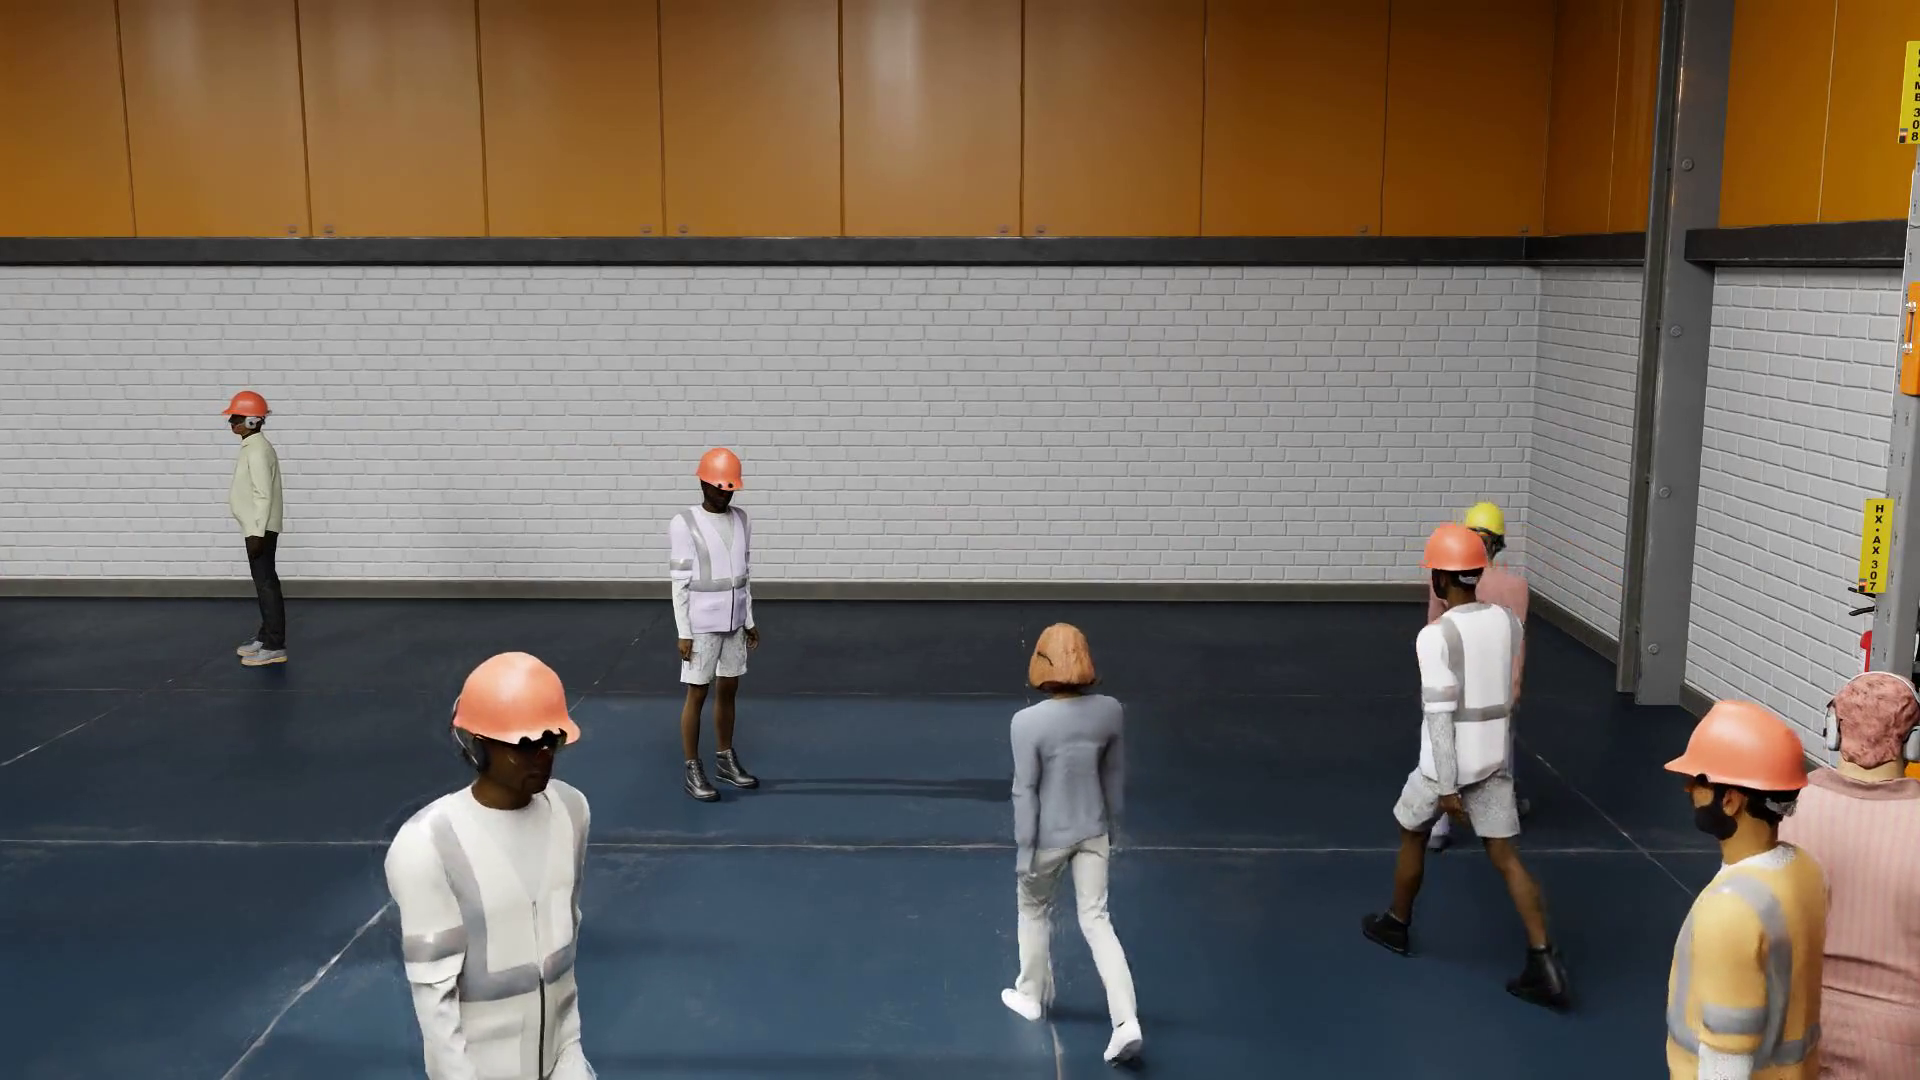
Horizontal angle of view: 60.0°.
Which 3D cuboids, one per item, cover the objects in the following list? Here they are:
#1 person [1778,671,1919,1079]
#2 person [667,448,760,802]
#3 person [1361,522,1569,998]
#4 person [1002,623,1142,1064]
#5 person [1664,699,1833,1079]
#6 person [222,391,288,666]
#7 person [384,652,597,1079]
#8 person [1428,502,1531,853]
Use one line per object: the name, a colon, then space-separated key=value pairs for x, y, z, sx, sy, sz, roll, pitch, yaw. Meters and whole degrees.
person: x=2.301 y=1.272 z=4.277 sx=0.639 sy=1.903 sz=0.406 roll=7 pitch=12 yaw=37
person: x=-1.319 y=0.452 z=9.105 sx=0.374 sy=1.927 sz=0.542 roll=8 pitch=13 yaw=41
person: x=2.065 y=0.876 z=6.711 sx=0.543 sy=1.896 sz=1.005 roll=-4 pitch=10 yaw=-24
person: x=0.432 y=1.107 z=6.174 sx=0.504 sy=1.600 sz=0.794 roll=-5 pitch=11 yaw=-27
person: x=1.772 y=1.322 z=3.865 sx=0.371 sy=1.936 sz=0.548 roll=8 pitch=13 yaw=41
person: x=-5.139 y=-0.092 z=12.153 sx=0.376 sy=1.997 sz=0.612 roll=-5 pitch=11 yaw=-26
person: x=-1.193 y=1.241 z=4.193 sx=0.992 sy=2.012 sz=0.596 roll=7 pitch=12 yaw=38
person: x=2.621 y=0.673 z=8.383 sx=0.541 sy=1.729 sz=0.852 roll=7 pitch=12 yaw=37
